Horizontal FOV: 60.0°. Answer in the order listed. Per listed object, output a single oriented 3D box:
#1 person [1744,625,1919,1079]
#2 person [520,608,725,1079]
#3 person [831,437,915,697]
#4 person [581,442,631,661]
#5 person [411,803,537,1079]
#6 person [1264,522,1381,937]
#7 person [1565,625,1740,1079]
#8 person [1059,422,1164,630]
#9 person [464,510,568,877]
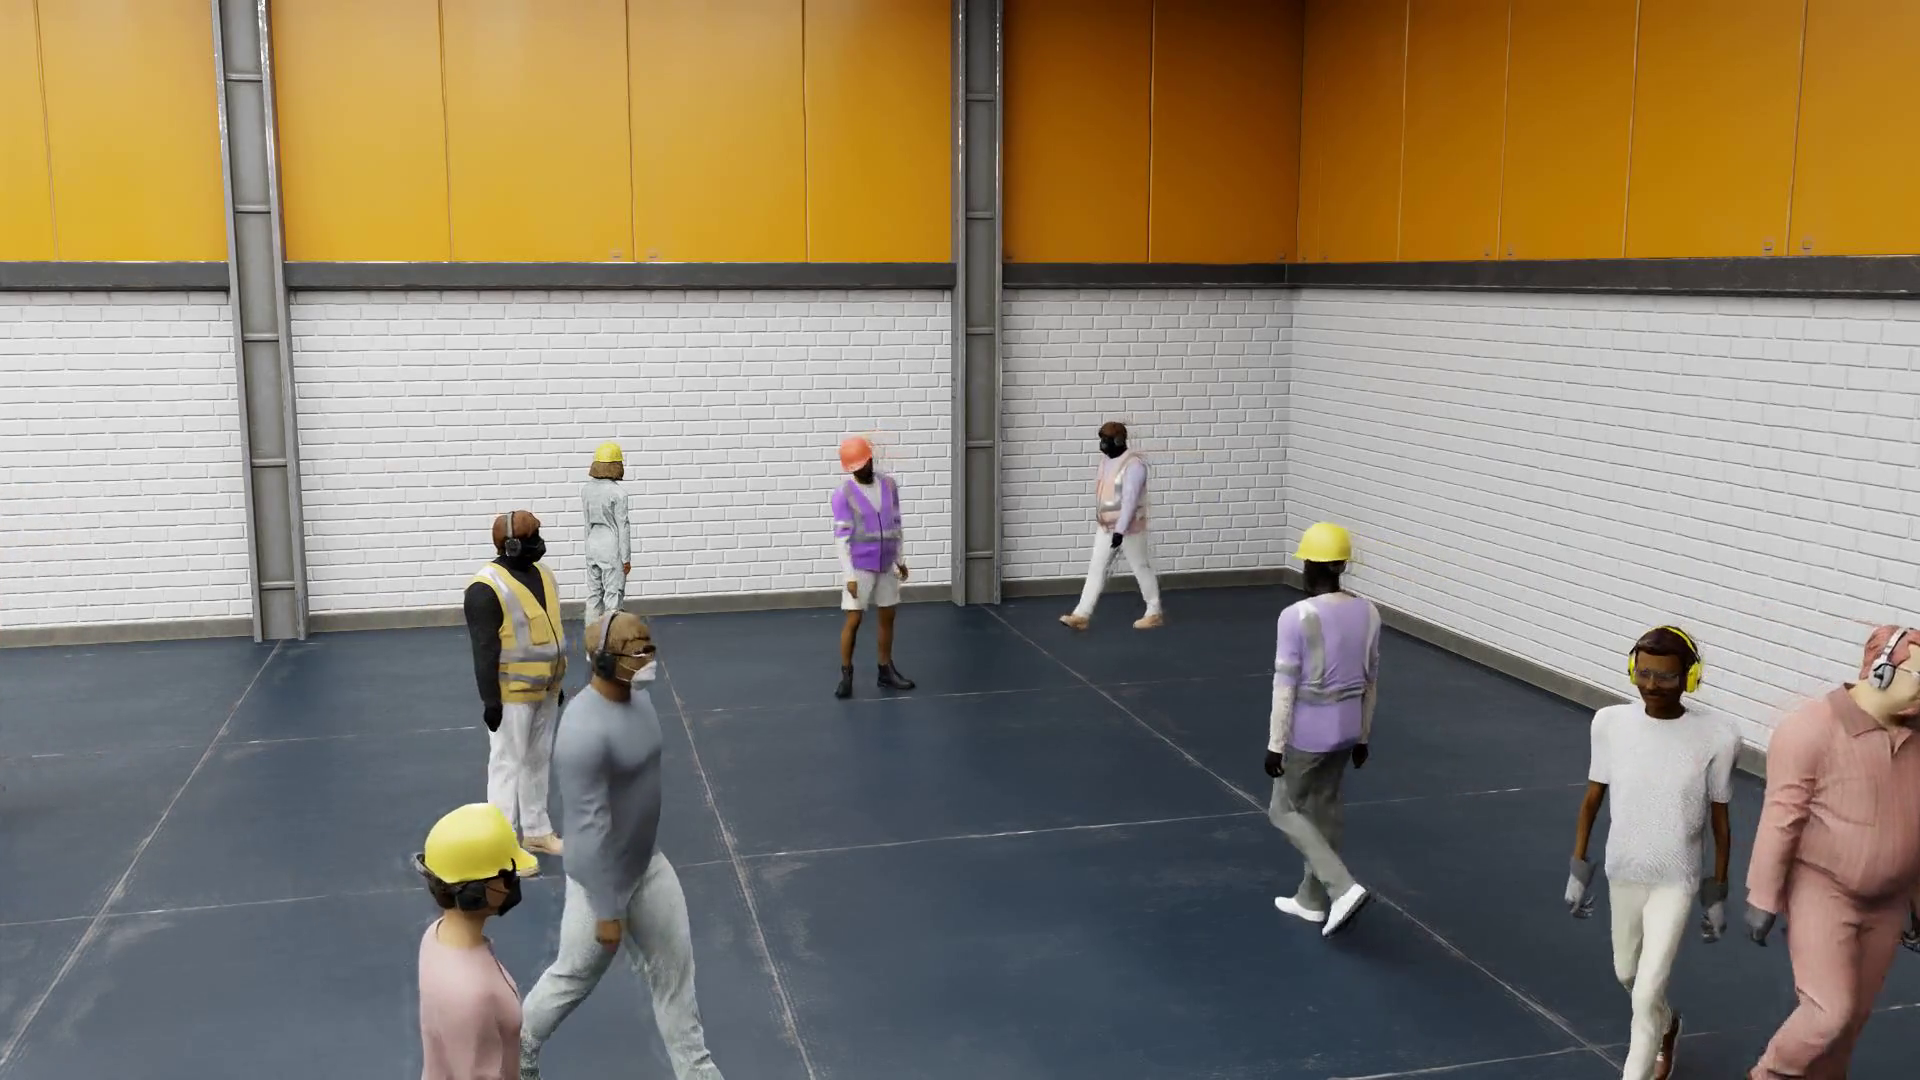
[{"bbox_3d":[2.995,1.209,5.576,0.676,1.884,0.421,-2,9,-13],"label":"person"},{"bbox_3d":[-1.245,1.165,5.858,1.025,1.894,0.649,2,9,12],"label":"person"},{"bbox_3d":[-0.660,0.192,11.953,0.656,1.886,0.370,-7,12,-39],"label":"person"},{"bbox_3d":[-2.734,0.103,12.958,0.480,1.733,0.333,6,11,33],"label":"person"},{"bbox_3d":[-1.189,1.507,4.111,0.376,1.757,0.522,-3,10,-18],"label":"person"},{"bbox_3d":[1.670,0.872,7.585,0.600,1.915,0.568,-6,11,-34],"label":"person"},{"bbox_3d":[2.468,1.182,5.926,0.528,1.836,0.918,8,12,39],"label":"person"},{"bbox_3d":[1.342,-0.105,14.102,0.955,1.793,0.629,-5,10,-29],"label":"person"},{"bbox_3d":[-2.223,0.764,8.487,0.429,1.845,0.633,3,10,20],"label":"person"}]
